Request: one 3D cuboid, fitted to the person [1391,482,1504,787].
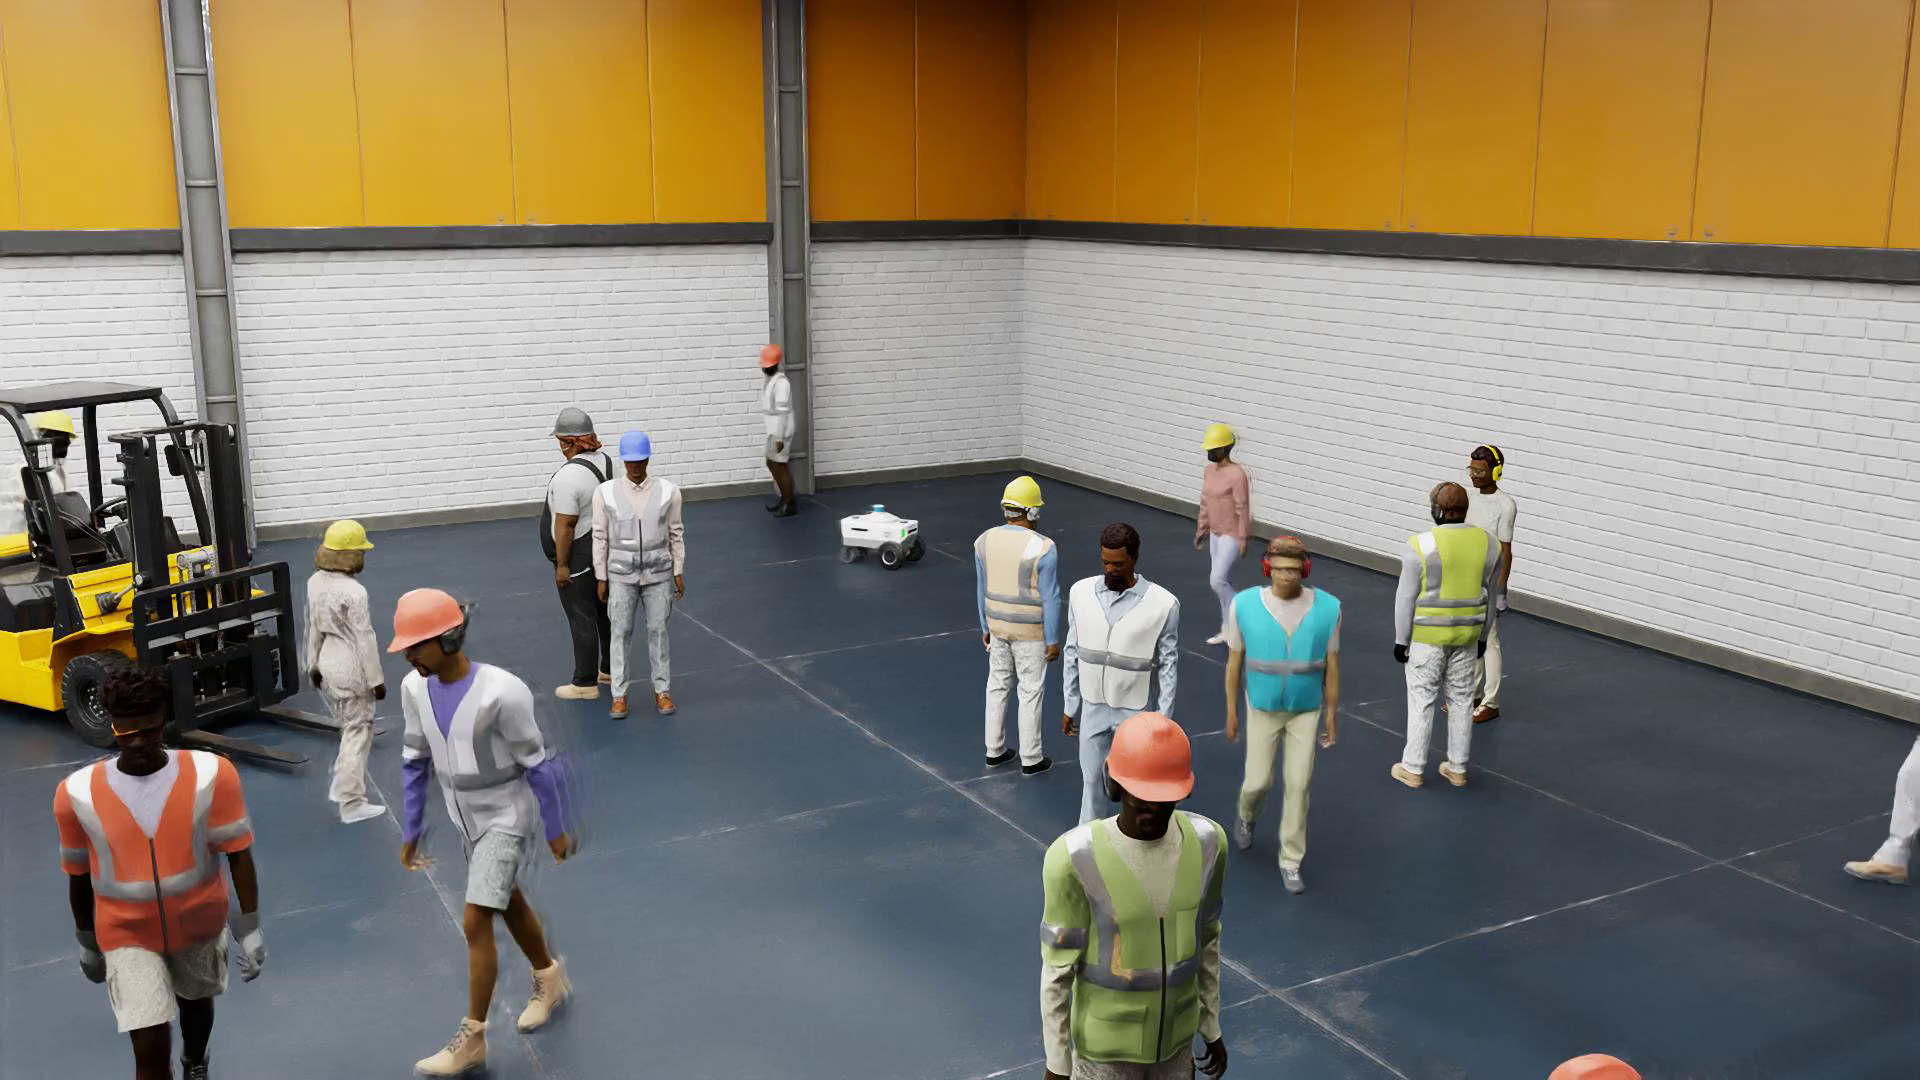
[{"bbox_3d":[2.854,0.565,9.820,0.631,1.832,0.429,-2,12,-11],"label":"person"}]

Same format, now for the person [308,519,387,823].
[{"bbox_3d":[-3.397,0.726,9.301,0.525,1.717,0.407,9,15,37],"label":"person"}]

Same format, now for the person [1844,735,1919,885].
[{"bbox_3d":[4.849,0.908,8.232,0.804,1.811,0.528,2,12,9],"label":"person"}]

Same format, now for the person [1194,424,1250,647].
[{"bbox_3d":[2.021,-0.029,12.786,0.418,1.748,0.543,-4,13,-20],"label":"person"}]

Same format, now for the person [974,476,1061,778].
[{"bbox_3d":[0.361,0.524,10.033,0.585,1.824,0.404,10,16,40],"label":"person"}]

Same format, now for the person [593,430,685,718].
[{"bbox_3d":[-2.138,0.225,11.124,0.606,1.947,0.406,-3,12,-15],"label":"person"}]

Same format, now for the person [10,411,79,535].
[{"bbox_3d":[-6.810,-0.019,12.419,0.544,1.880,0.605,-2,12,-9],"label":"person"}]

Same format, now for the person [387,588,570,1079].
[{"bbox_3d":[-1.957,1.147,6.699,0.638,1.980,0.982,7,14,30],"label":"person"}]

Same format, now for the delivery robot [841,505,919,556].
[{"bbox_3d":[-0.759,-0.088,15.656,0.707,0.478,0.477,6,13,25],"label":"delivery robot"}]

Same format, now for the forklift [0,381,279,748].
[{"bbox_3d":[-5.853,0.085,11.199,2.313,2.155,1.214,7,14,28],"label":"forklift"}]

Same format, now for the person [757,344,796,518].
[{"bbox_3d":[-1.968,-1.167,17.786,0.500,1.889,0.602,-6,13,-25],"label":"person"}]

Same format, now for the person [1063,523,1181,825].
[{"bbox_3d":[0.793,0.842,8.317,0.587,1.914,0.392,6,13,24],"label":"person"}]

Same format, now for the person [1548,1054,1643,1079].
[{"bbox_3d":[1.408,1.921,3.754,0.914,1.709,0.574,-4,13,-18],"label":"person"}]

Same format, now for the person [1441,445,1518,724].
[{"bbox_3d":[3.459,0.289,11.046,0.333,1.859,0.509,-4,13,-16],"label":"person"}]

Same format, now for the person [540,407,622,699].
[{"bbox_3d":[-2.661,0.072,11.623,0.535,2.000,0.680,4,13,19],"label":"person"}]

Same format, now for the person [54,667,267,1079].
[{"bbox_3d":[-2.836,1.352,5.951,0.620,1.911,1.045,-6,14,-27],"label":"person"}]

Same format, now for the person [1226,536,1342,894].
[{"bbox_3d":[1.636,0.853,8.495,0.557,1.822,0.556,0,12,1],"label":"person"}]

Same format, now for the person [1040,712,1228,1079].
[{"bbox_3d":[0.542,1.487,4.990,0.614,2.038,0.395,-5,13,-22],"label":"person"}]
